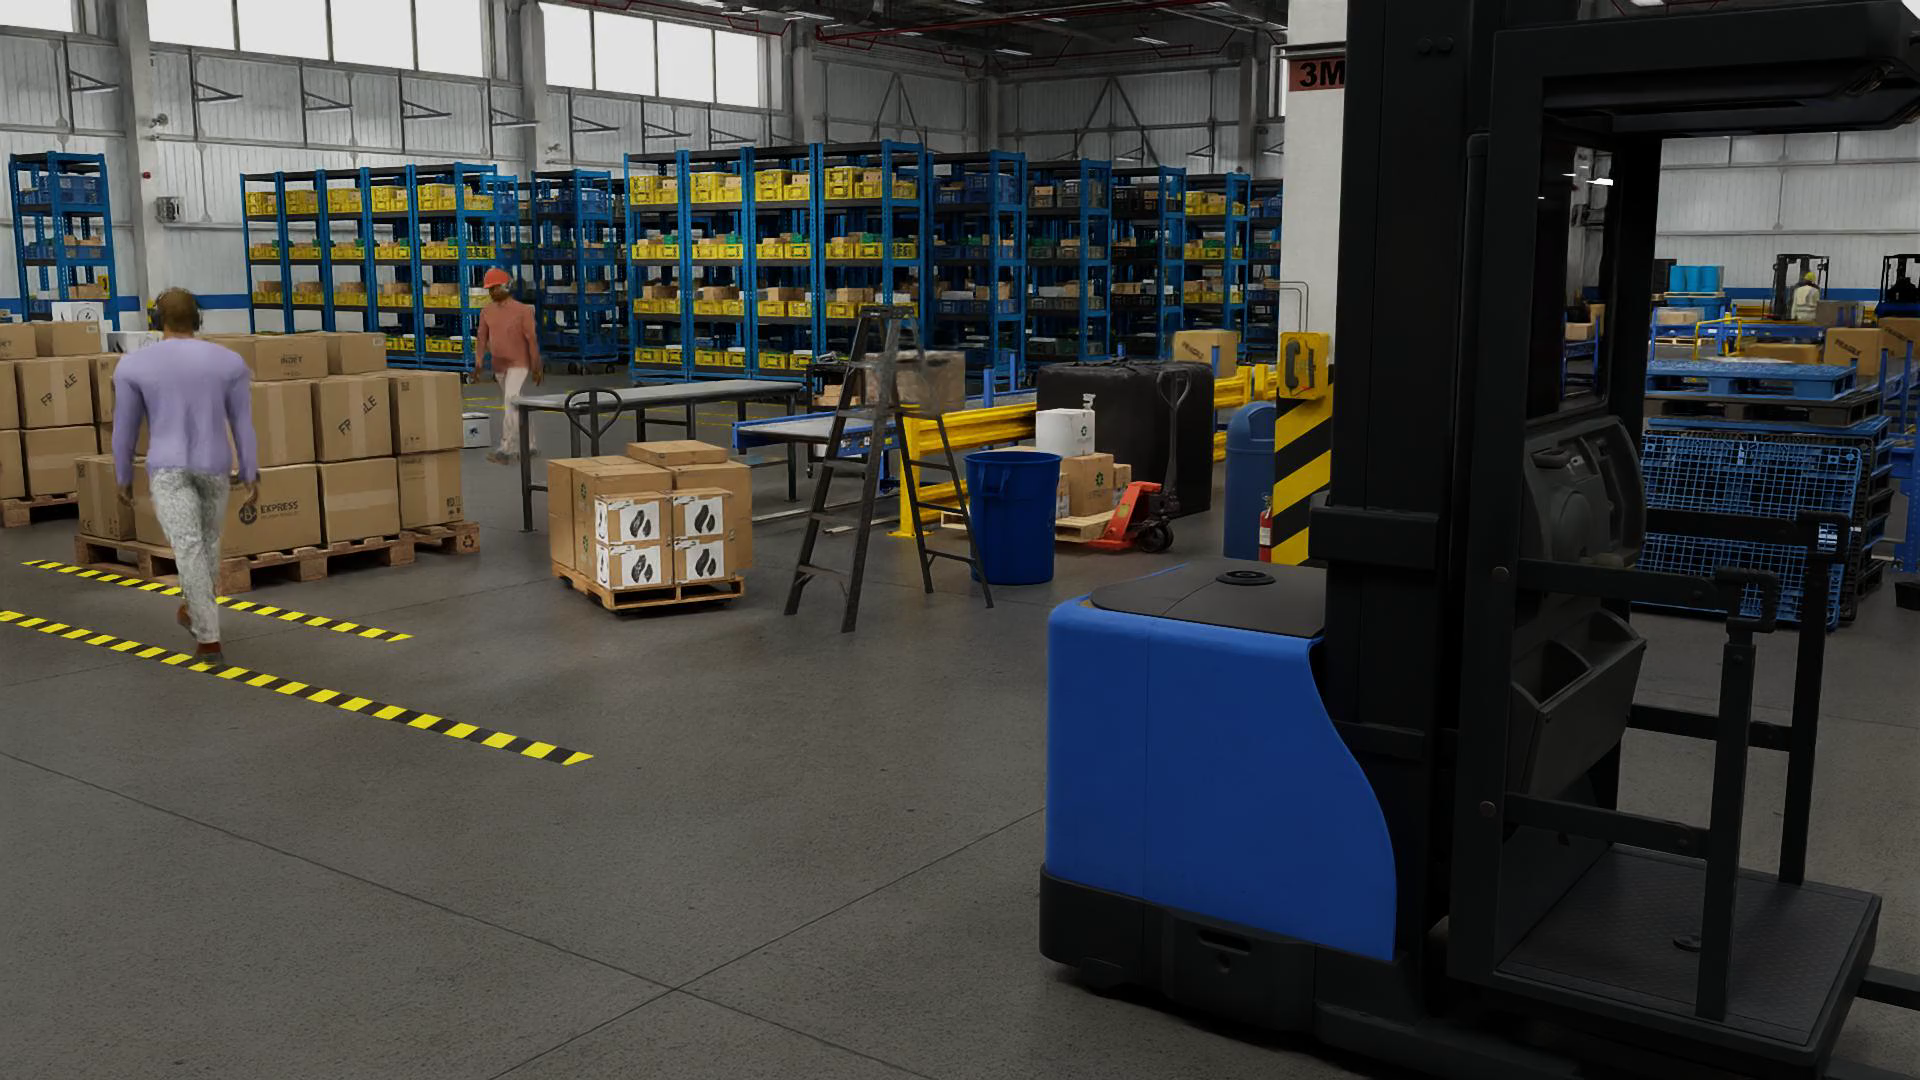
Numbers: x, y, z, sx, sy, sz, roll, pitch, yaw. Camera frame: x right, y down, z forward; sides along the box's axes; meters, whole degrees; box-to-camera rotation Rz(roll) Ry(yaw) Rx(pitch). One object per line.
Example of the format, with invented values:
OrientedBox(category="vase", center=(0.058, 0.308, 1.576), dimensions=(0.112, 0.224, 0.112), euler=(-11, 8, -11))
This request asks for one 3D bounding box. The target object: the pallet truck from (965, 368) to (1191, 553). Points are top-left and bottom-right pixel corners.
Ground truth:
OrientedBox(category="pallet truck", center=(0.845, -0.609, 11.869), dimensions=(1.630, 1.274, 0.653), euler=(7, 12, 35))

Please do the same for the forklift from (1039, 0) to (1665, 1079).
OrientedBox(category="forklift", center=(1.249, -0.137, 4.360), dimensions=(1.873, 2.768, 1.129), euler=(7, 12, 35))

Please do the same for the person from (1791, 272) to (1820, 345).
OrientedBox(category="person", center=(17.706, -4.701, 34.797), dimensions=(0.941, 1.792, 0.615), euler=(-3, 10, -18))

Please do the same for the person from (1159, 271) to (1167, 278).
OrientedBox(category="person", center=(5.148, -6.027, 42.587), dimensions=(0.609, 1.810, 0.829), euler=(4, 10, 24))

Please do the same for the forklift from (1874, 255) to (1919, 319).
OrientedBox(category="forklift", center=(22.089, -5.634, 38.796), dimensions=(1.157, 1.987, 2.680), euler=(6, 11, 33))

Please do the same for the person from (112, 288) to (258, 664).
OrientedBox(category="person", center=(-3.997, -0.347, 8.577), dimensions=(0.651, 1.884, 1.012), euler=(-7, 12, -37))

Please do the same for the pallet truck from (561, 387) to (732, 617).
OrientedBox(category="pallet truck", center=(-1.981, -0.274, 10.088), dimensions=(0.680, 1.201, 1.601), euler=(-5, 11, -28))

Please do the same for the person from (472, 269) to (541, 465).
OrientedBox(category="person", center=(-4.542, -1.715, 16.549), dimensions=(0.623, 1.929, 1.017), euler=(4, 10, 23))

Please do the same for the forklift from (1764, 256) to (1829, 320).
OrientedBox(category="forklift", center=(20.253, -5.854, 40.139), dimensions=(1.157, 1.987, 2.680), euler=(7, 12, 35))
